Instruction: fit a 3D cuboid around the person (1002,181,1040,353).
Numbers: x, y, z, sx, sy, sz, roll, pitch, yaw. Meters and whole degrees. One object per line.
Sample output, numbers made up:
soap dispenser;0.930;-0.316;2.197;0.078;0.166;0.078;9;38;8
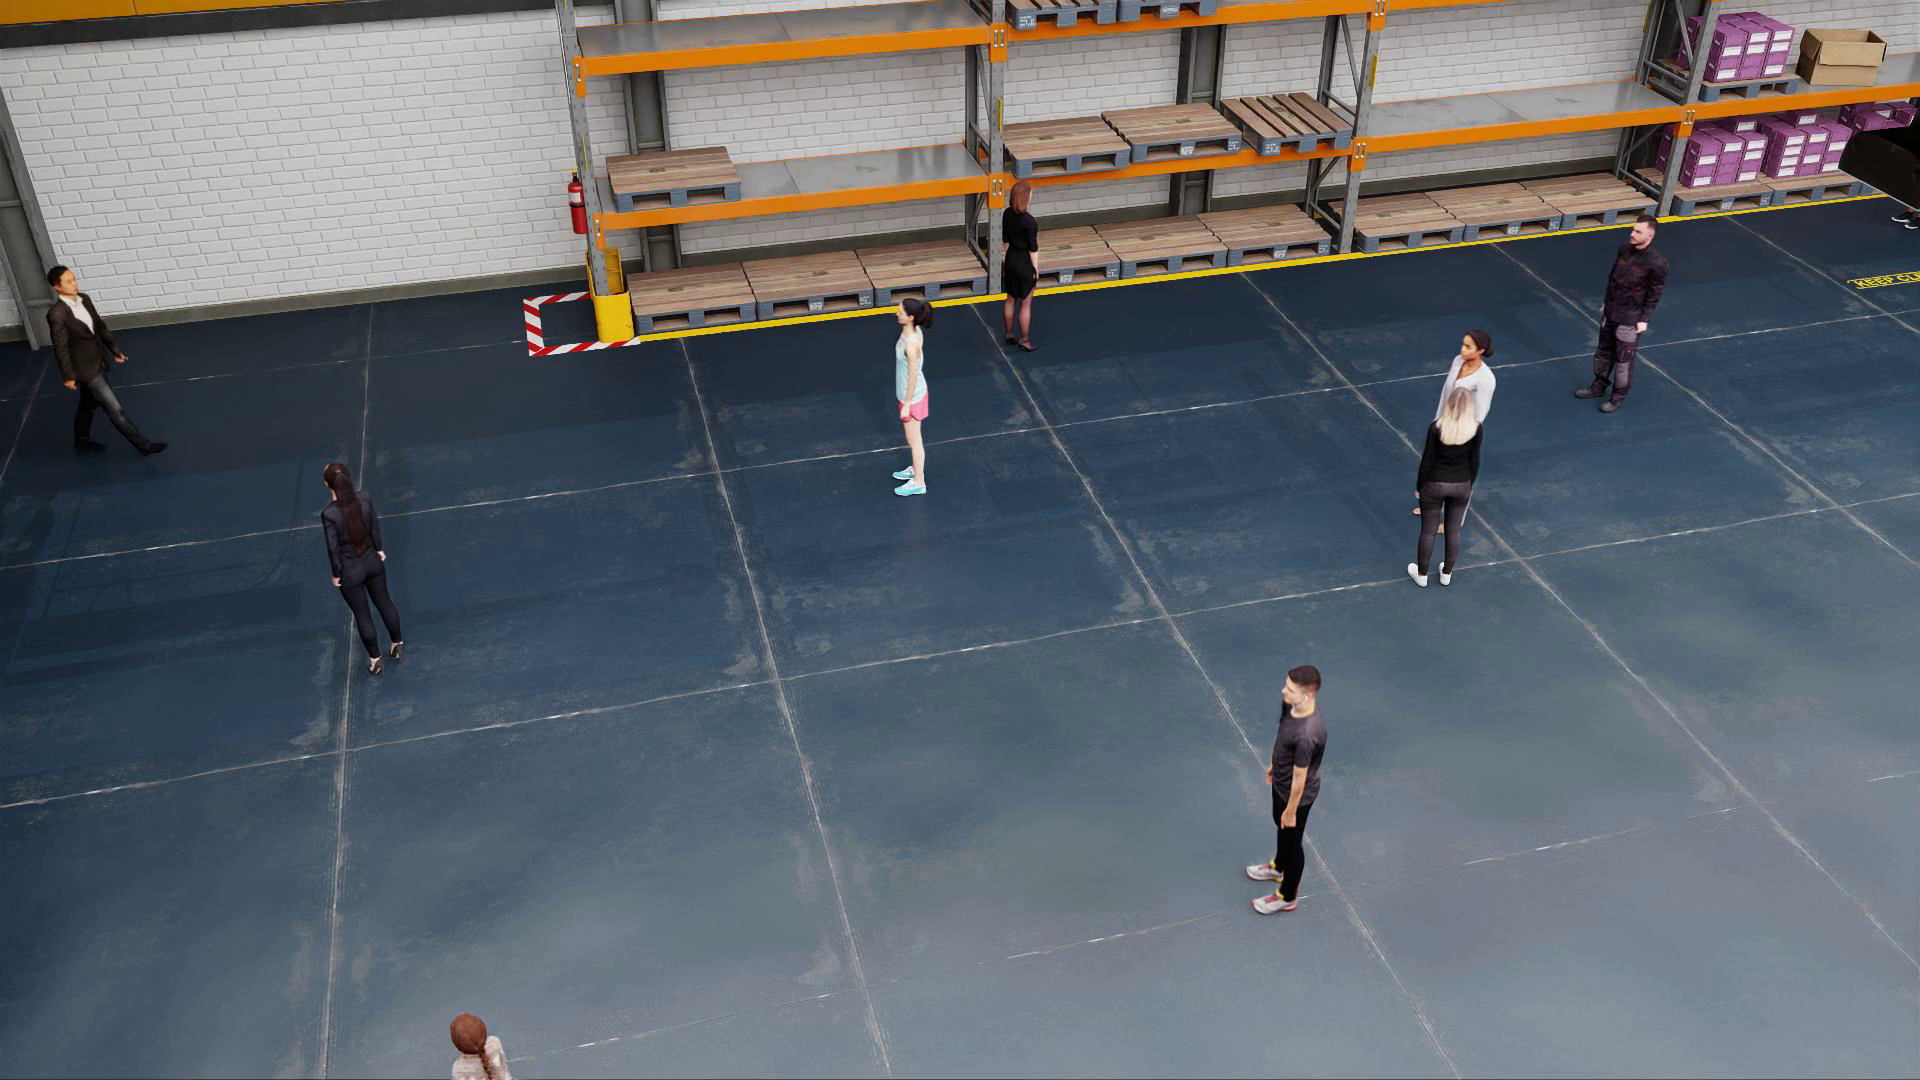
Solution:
person;0.574;-2.613;15.915;0.646;1.706;0.655;-27;42;-34

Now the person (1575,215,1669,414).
person;5.996;-2.063;14.952;0.672;1.857;0.757;-15;36;-21

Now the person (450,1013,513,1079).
person;-2.308;2.800;8.248;0.807;1.179;0.823;25;41;33

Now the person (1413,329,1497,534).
person;4.007;-0.898;13.308;0.602;1.737;0.668;-15;36;-21

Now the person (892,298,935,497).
person;-0.408;-1.192;13.723;0.653;1.765;0.635;-1;34;-2

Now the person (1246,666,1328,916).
person;1.955;1.441;9.764;0.631;1.763;0.678;-1;34;-1

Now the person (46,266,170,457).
person;-7.504;-1.488;14.173;1.216;1.761;0.945;2;34;3

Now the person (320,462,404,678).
person;-4.217;0.197;11.683;0.699;1.711;0.614;21;39;29

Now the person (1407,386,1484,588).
person;3.677;-0.393;12.594;0.571;1.685;0.721;1;34;1
